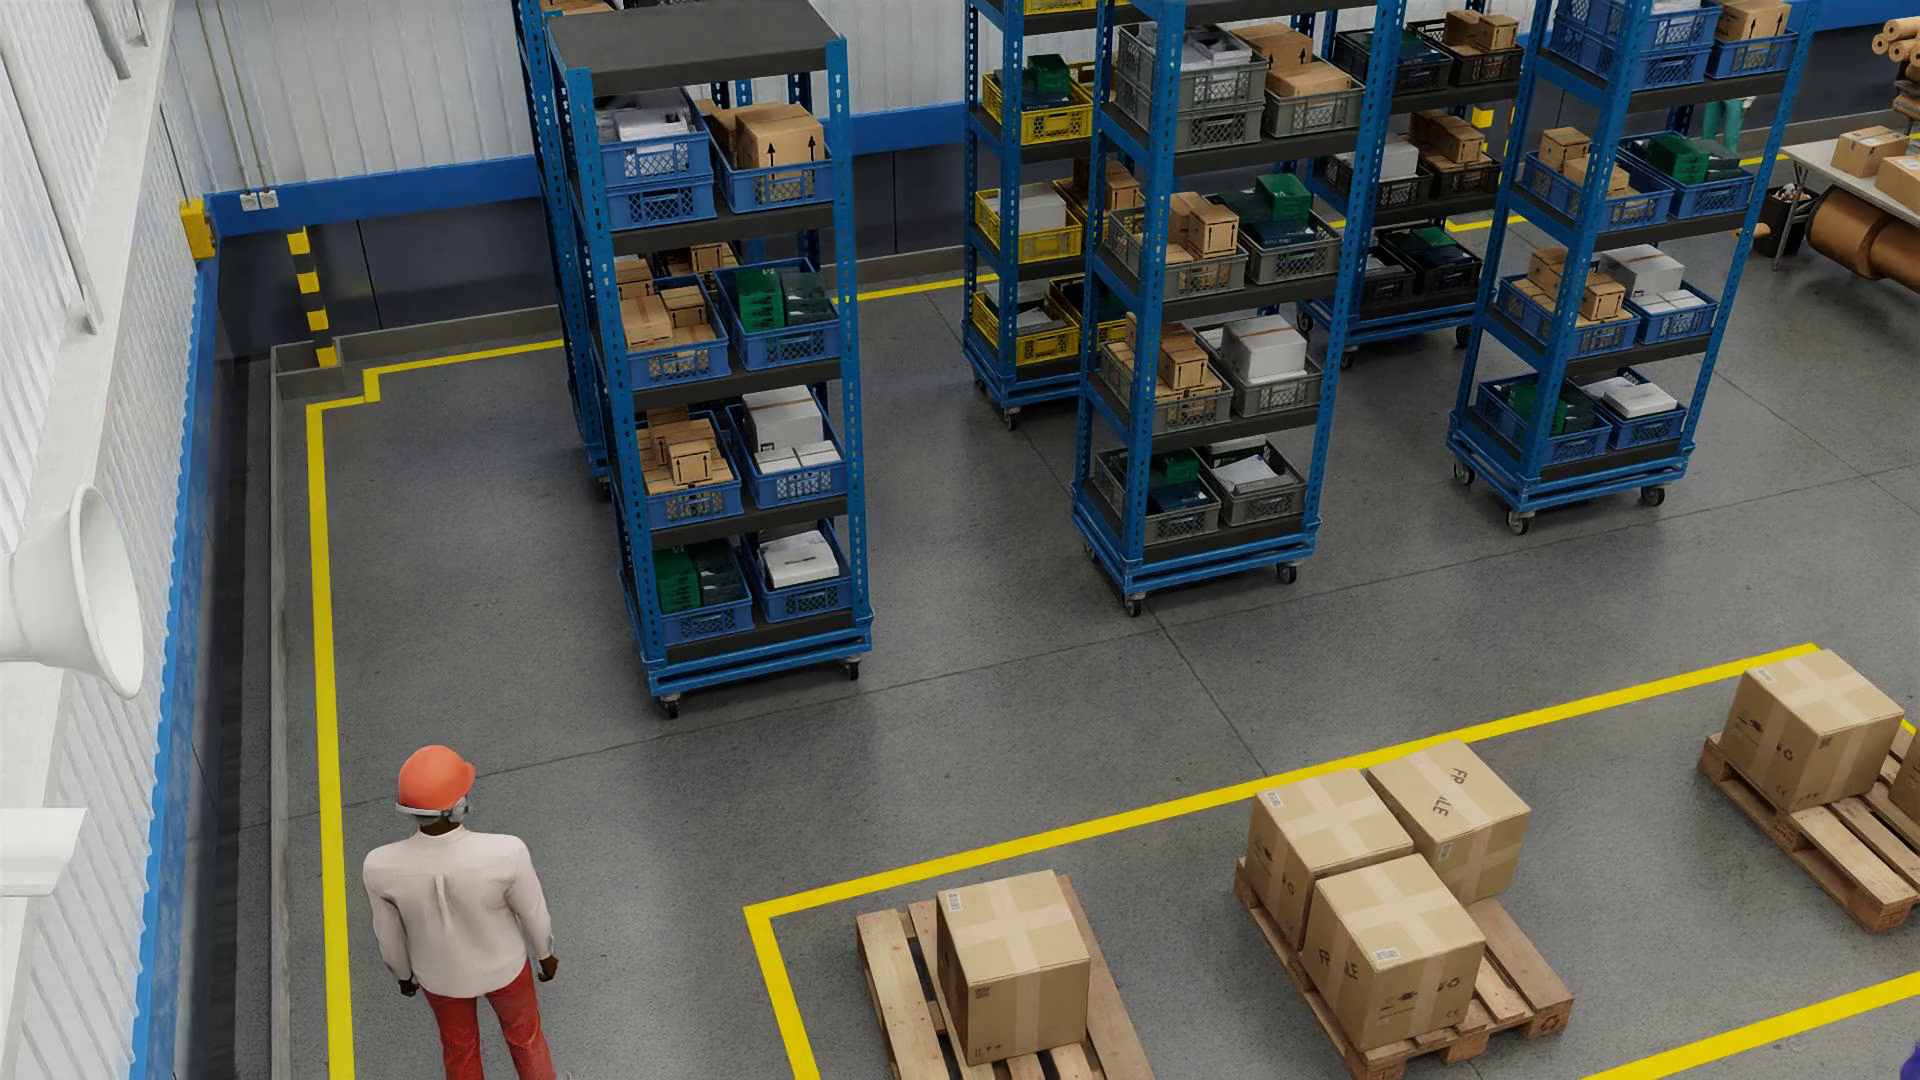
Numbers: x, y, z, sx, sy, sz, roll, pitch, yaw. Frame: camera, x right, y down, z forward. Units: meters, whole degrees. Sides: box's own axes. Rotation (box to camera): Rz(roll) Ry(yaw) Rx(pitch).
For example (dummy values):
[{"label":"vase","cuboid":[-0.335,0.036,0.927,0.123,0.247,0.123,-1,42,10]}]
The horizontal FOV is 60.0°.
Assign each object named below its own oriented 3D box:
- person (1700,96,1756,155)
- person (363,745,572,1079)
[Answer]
[{"label":"person","cuboid":[6.531,-3.793,14.131,0.299,1.772,0.524,-18,39,-24]},{"label":"person","cuboid":[-1.849,1.579,6.322,0.622,1.990,0.387,-5,36,-7]}]
